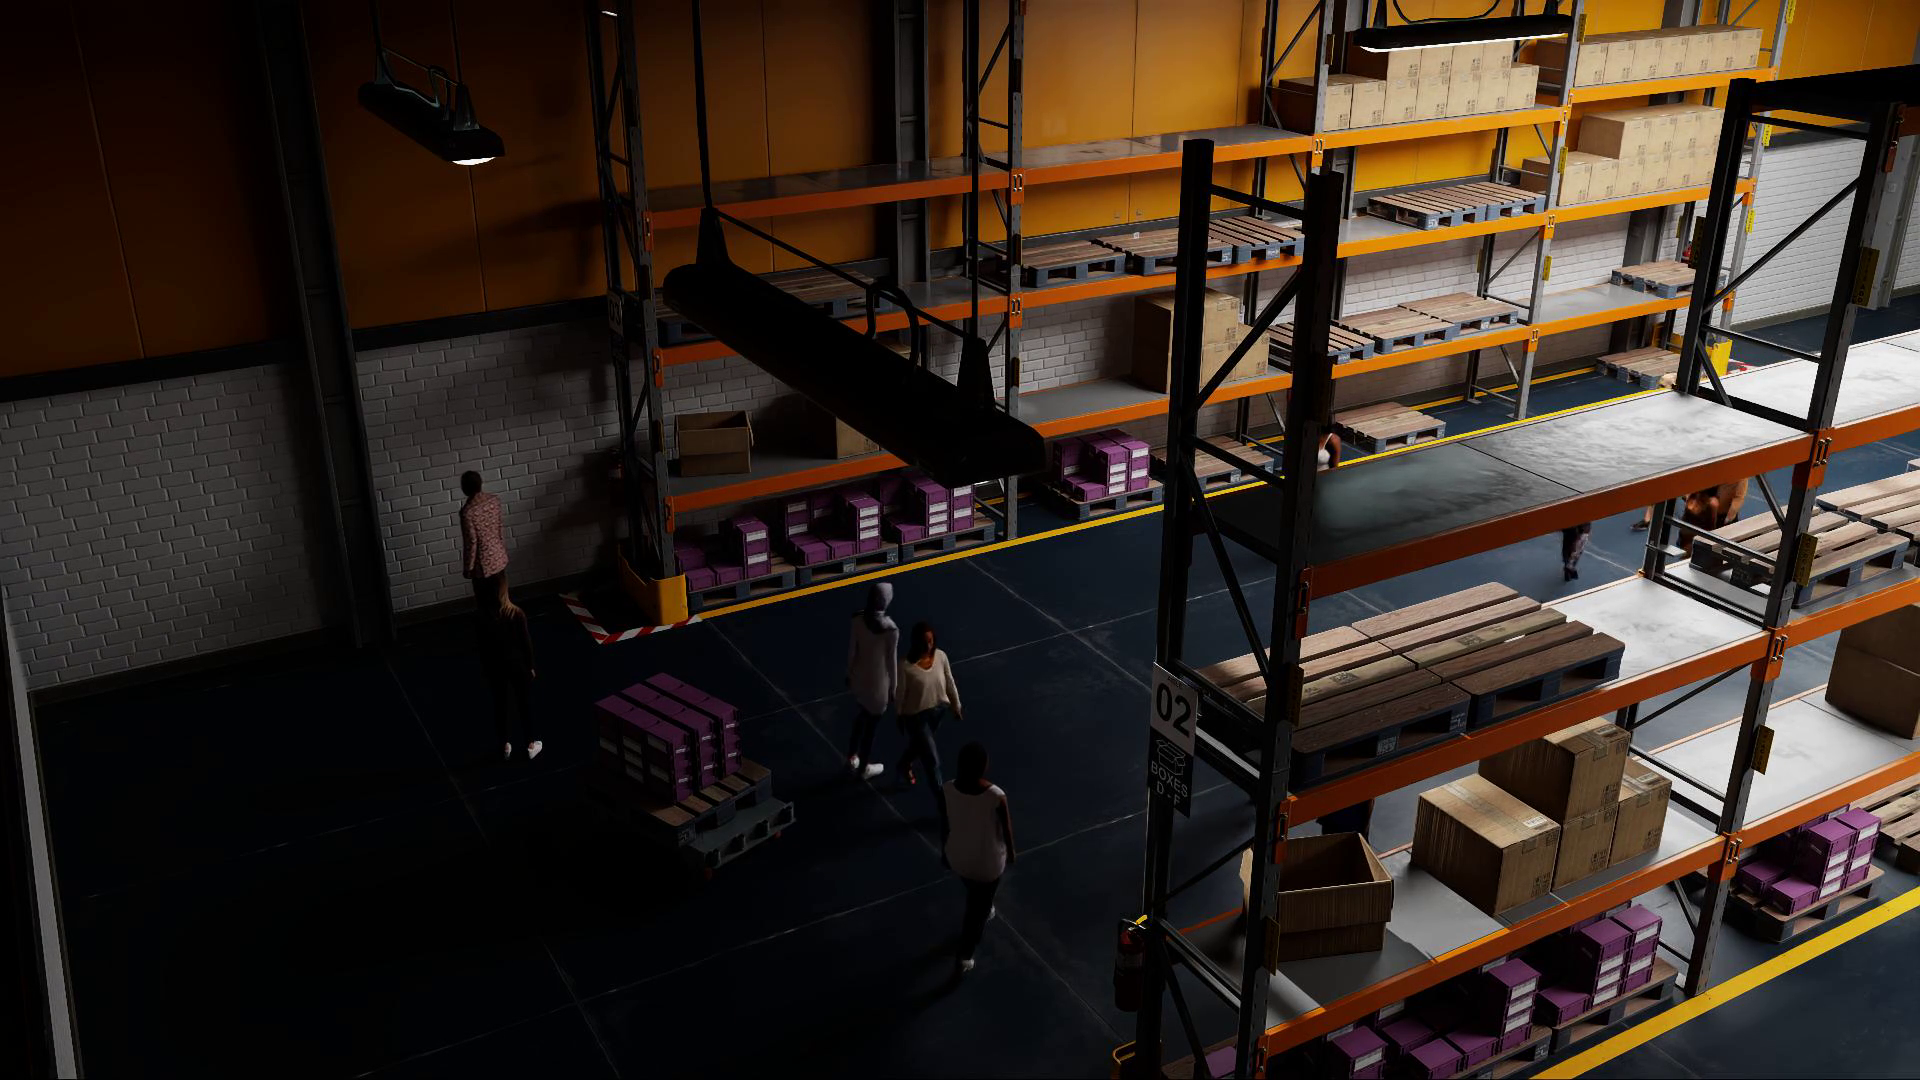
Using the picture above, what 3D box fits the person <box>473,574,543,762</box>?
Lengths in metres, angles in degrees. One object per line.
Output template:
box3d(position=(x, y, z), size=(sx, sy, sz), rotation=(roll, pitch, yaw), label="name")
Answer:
box3d(position=(-3.806, 1.070, 13.965), size=(0.604, 1.705, 0.735), rotation=(-1, 24, -2), label="person")

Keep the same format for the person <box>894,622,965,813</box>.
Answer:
box3d(position=(-0.321, 1.375, 13.355), size=(0.989, 1.635, 0.729), rotation=(-13, 27, -28), label="person")

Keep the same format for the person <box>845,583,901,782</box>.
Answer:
box3d(position=(-0.774, 1.198, 13.609), size=(0.750, 1.755, 0.780), rotation=(15, 28, 31), label="person")

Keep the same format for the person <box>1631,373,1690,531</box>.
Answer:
box3d(position=(7.947, -0.999, 18.554), size=(1.116, 1.820, 0.789), rotation=(-10, 26, -22), label="person")

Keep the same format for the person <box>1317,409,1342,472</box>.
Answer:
box3d(position=(3.772, -0.587, 17.626), size=(0.651, 1.808, 0.684), rotation=(-19, 30, -36), label="person")

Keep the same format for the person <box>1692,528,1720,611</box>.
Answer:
box3d(position=(7.134, 0.483, 15.860), size=(0.548, 1.262, 0.577), rotation=(20, 30, 38), label="person")

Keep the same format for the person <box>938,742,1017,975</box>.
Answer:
box3d(position=(0.090, 2.195, 11.457), size=(0.995, 1.653, 1.188), rotation=(13, 27, 27), label="person")

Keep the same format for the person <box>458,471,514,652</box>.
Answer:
box3d(position=(-4.512, 0.196, 15.834), size=(0.844, 1.809, 0.740), rotation=(10, 26, 23), label="person")
